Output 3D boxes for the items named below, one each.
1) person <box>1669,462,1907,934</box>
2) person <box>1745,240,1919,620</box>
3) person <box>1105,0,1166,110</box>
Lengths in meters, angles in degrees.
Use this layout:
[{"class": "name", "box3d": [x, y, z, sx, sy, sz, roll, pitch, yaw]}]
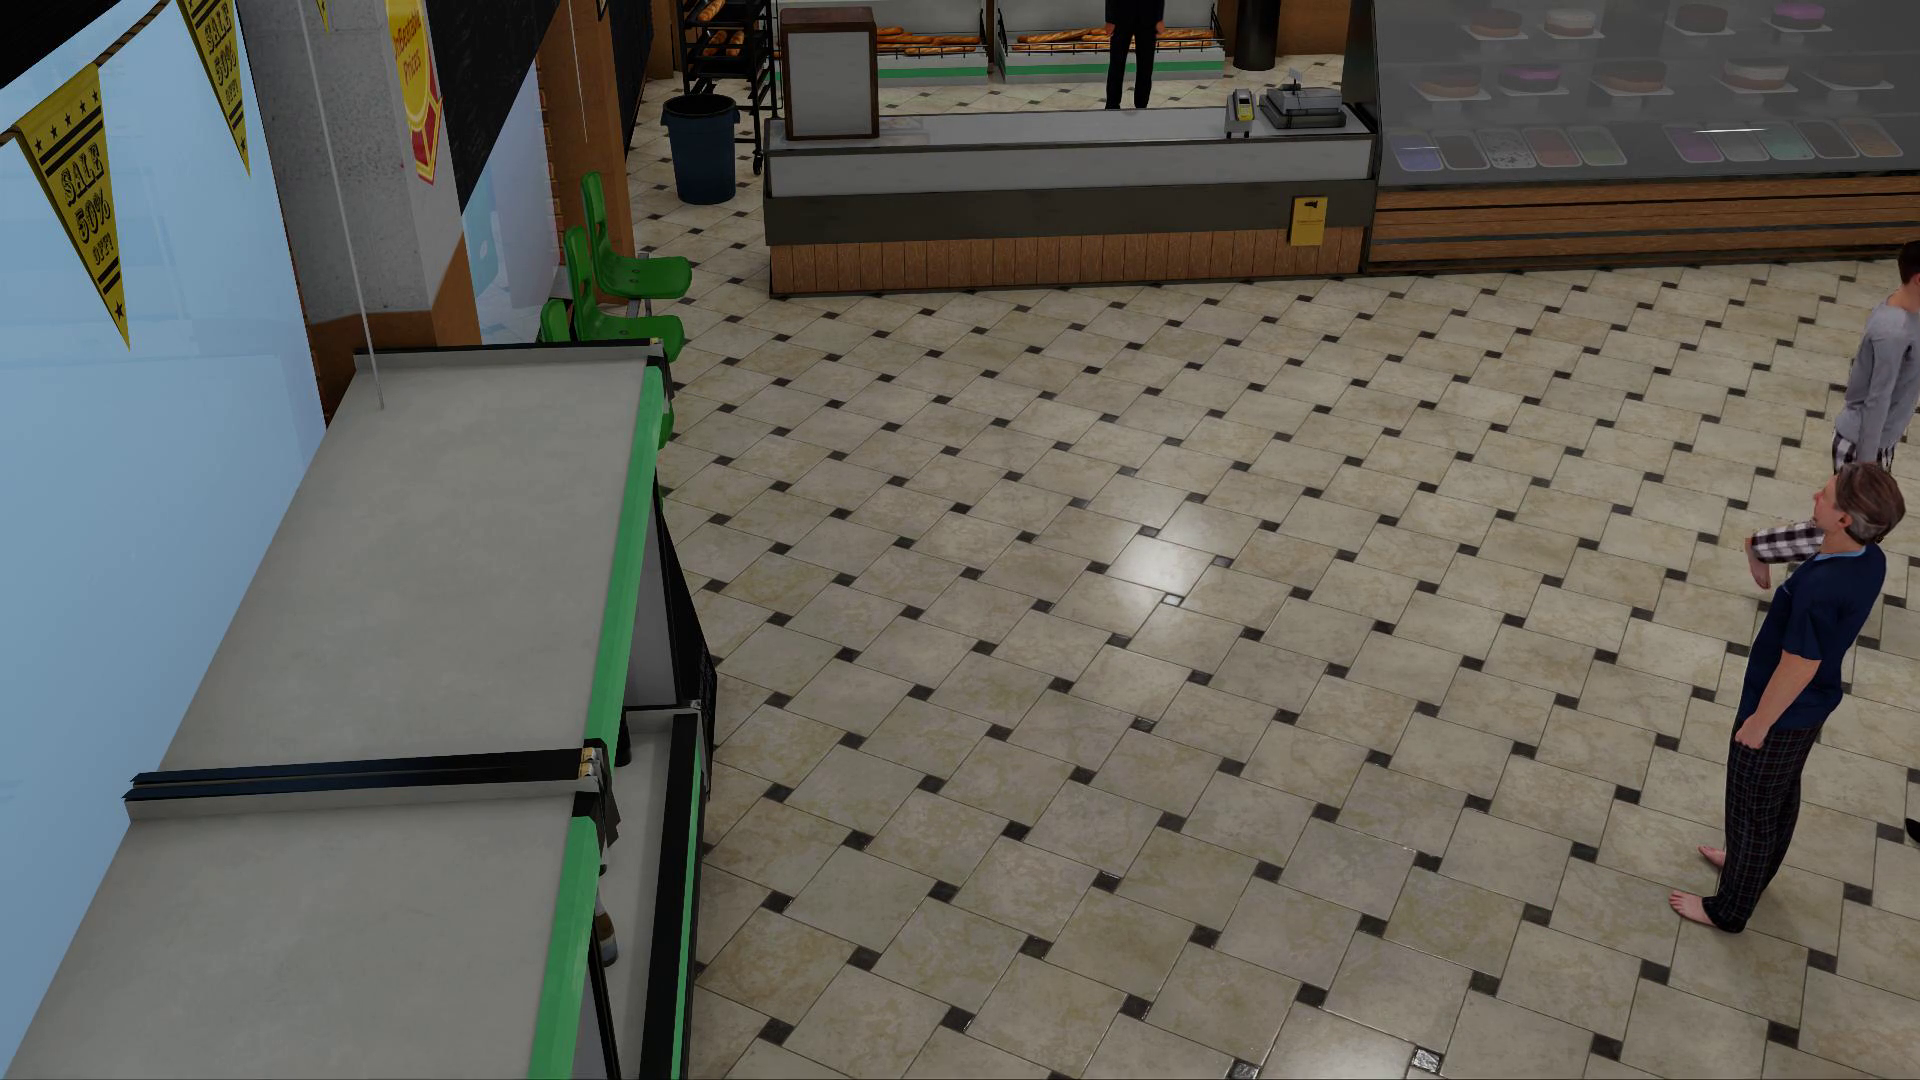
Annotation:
[{"class": "person", "box3d": [2.870, 0.557, 5.755, 0.779, 1.872, 0.729, 26, 40, 35]}, {"class": "person", "box3d": [3.979, -0.477, 7.451, 0.947, 1.836, 0.909, 19, 37, 28]}, {"class": "person", "box3d": [1.423, -4.240, 13.468, 0.633, 1.867, 0.551, -3, 32, -4]}]
